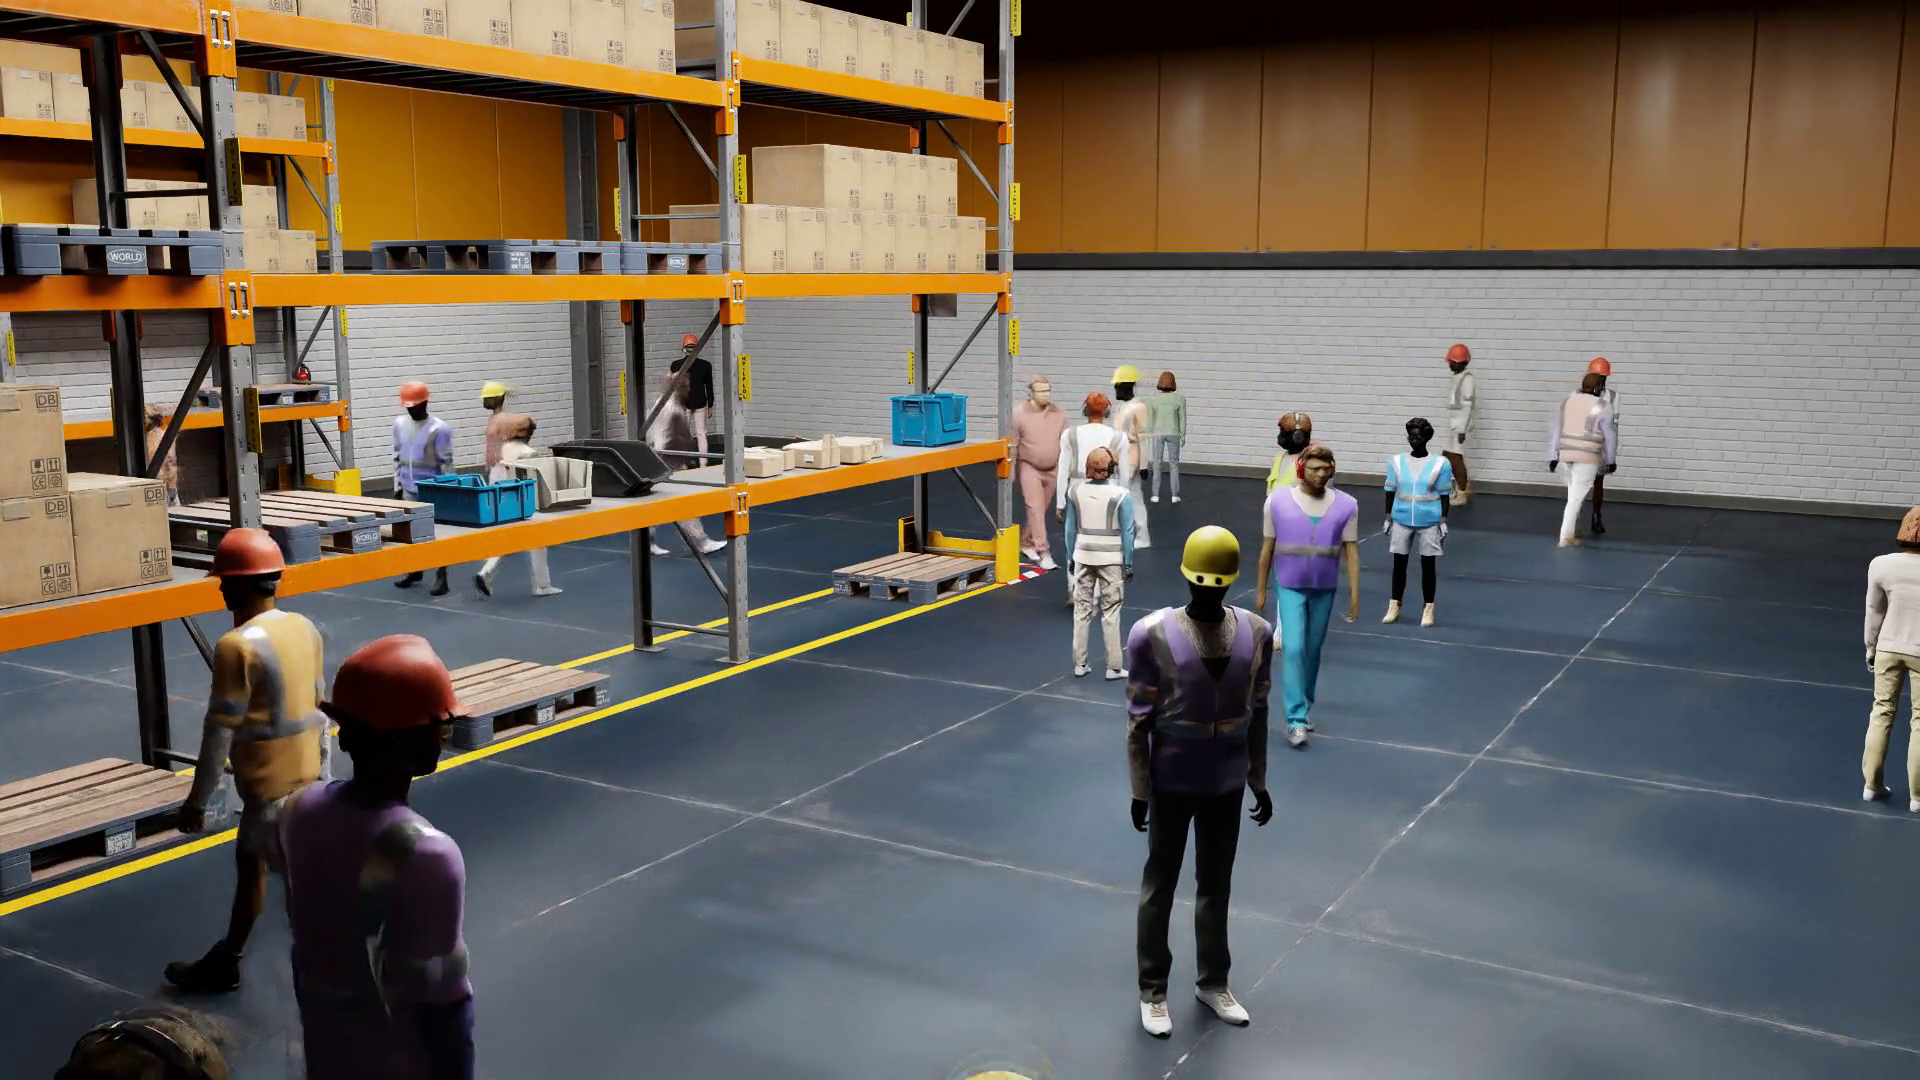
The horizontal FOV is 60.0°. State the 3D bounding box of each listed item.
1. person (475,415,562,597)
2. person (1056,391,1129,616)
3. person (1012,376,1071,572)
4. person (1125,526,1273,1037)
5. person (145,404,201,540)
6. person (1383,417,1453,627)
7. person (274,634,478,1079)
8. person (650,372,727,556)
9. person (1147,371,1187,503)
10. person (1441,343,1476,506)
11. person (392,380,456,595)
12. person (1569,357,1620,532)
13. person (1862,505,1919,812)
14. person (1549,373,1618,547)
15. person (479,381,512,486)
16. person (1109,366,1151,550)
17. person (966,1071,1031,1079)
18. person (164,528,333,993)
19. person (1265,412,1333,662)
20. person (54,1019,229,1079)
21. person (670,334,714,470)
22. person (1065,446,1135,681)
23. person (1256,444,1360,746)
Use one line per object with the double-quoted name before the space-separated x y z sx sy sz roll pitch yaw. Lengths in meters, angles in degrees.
"person" -3.888 -0.287 14.522 0.528 1.613 0.659 7 12 38
"person" 1.112 -0.317 13.940 0.587 1.863 0.624 2 9 9
"person" 0.775 -0.665 16.161 0.646 1.857 0.992 -5 10 -27
"person" 0.904 0.891 6.235 0.585 1.921 0.383 -2 9 -15
"person" -7.690 -0.524 16.054 0.524 1.610 0.801 4 10 21
"person" 3.673 -0.144 13.392 0.540 1.695 0.317 5 10 27
"person" -1.334 1.224 3.811 0.626 2.029 0.534 7 11 37
"person" -2.806 -0.750 16.674 0.969 1.854 0.695 -1 9 -7
"person" 2.555 -1.273 20.636 0.500 1.633 0.280 1 9 7
"person" 6.098 -1.403 20.319 0.527 2.000 0.674 -1 9 -5
"person" -4.800 -0.474 14.801 0.757 1.908 0.584 3 9 16
"person" 6.942 -1.036 18.253 0.544 1.931 0.389 1 9 8
"person" 5.052 0.623 8.830 0.277 1.629 0.496 -7 11 -37
"person" 6.551 -0.836 17.370 0.804 1.809 0.646 -6 11 -31
"person" -4.709 -0.732 16.881 0.375 1.754 0.558 -6 11 -32
"person" 1.617 -0.822 16.976 0.798 1.893 0.605 -2 9 -12
"person" 0.029 1.577 2.546 0.509 1.719 0.498 2 9 10
"person" -2.626 0.894 6.357 1.011 1.888 0.562 1 9 4
"person" 2.448 -0.018 12.168 0.430 1.841 0.624 -3 10 -21
"person" -0.994 1.519 2.324 0.644 1.918 0.592 1 9 7
"person" -3.782 -1.903 23.474 0.614 1.989 0.402 -3 10 -20
"person" 0.974 0.166 11.633 0.516 1.640 0.314 5 11 30
"person" 2.130 0.330 10.065 0.594 1.807 0.859 0 9 -3
